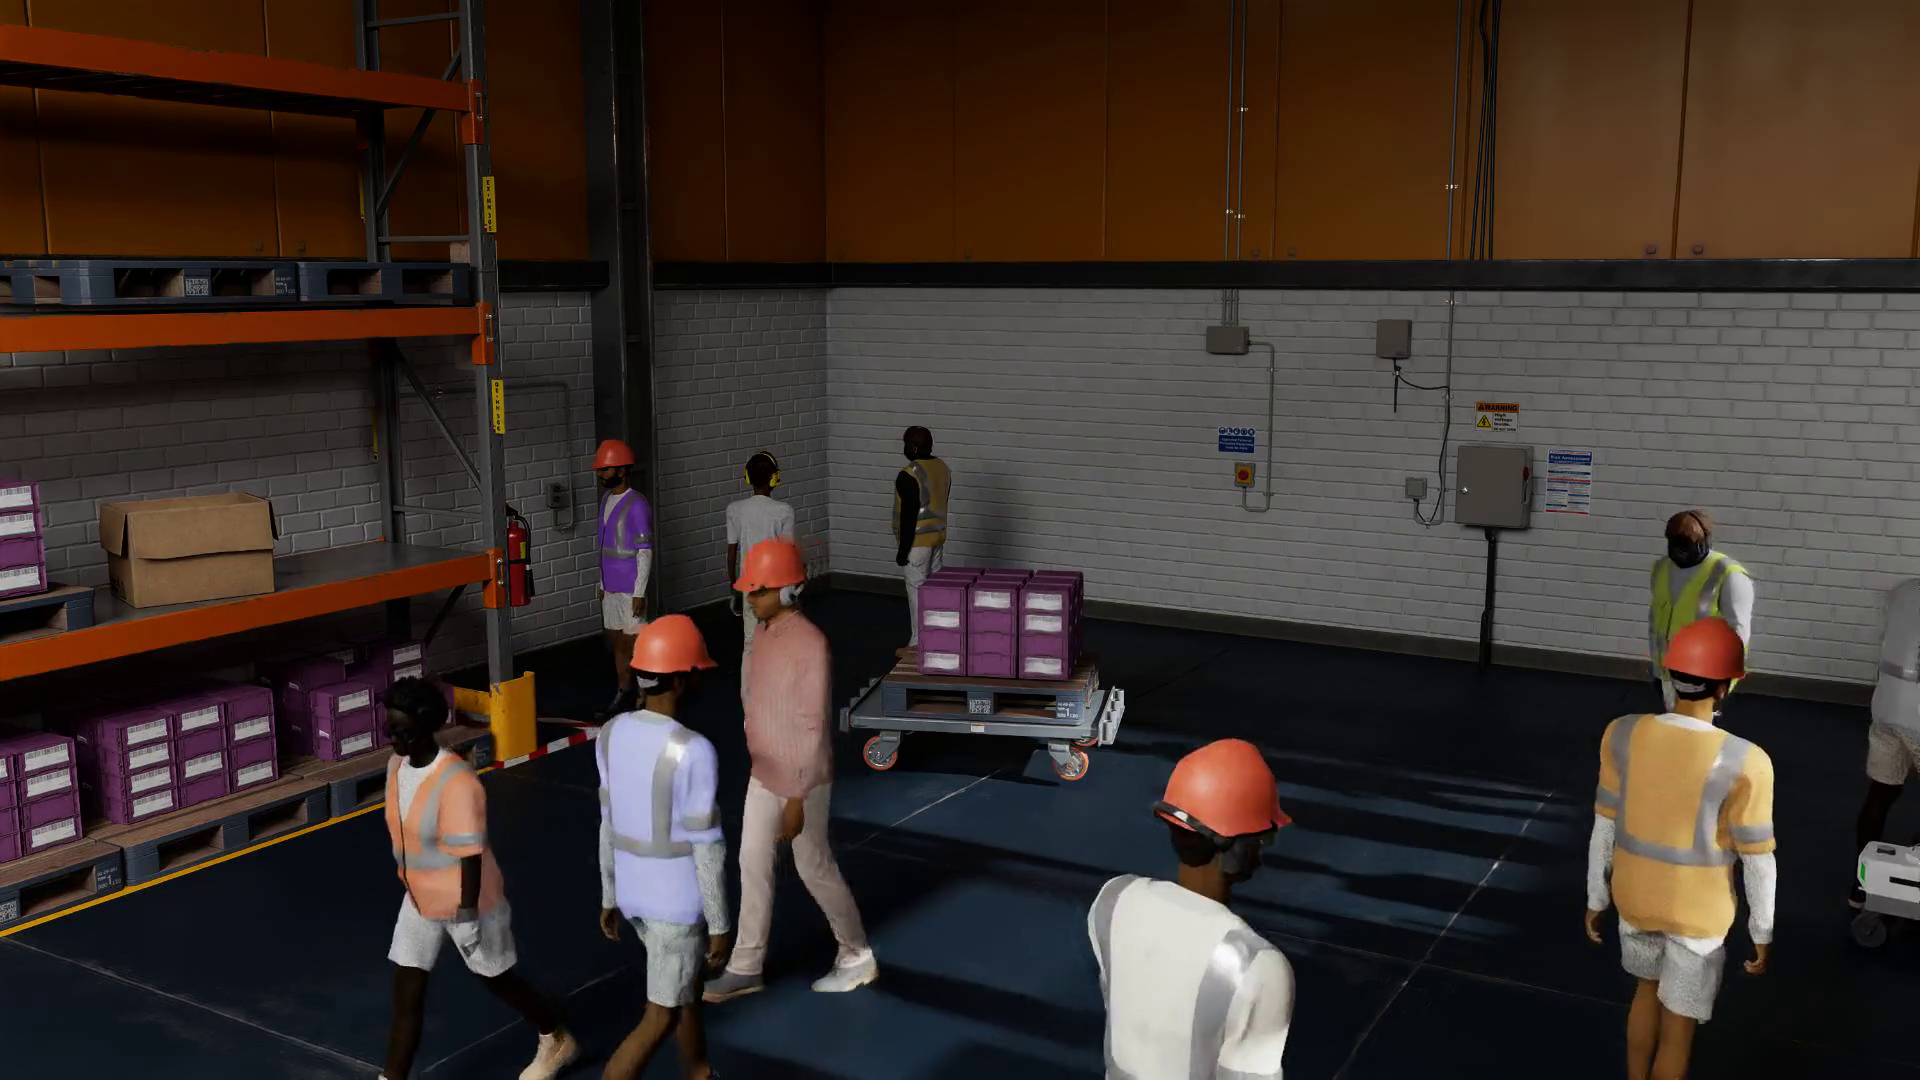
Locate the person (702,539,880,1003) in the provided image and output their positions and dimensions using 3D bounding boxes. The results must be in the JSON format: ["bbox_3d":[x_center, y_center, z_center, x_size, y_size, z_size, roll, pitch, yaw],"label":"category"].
[{"bbox_3d":[-0.689,0.967,6.907,0.833,1.970,0.611,-6,11,-34],"label":"person"}]

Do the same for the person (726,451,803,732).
[{"bbox_3d":[-1.281,0.348,10.981,0.507,1.872,0.329,2,9,11],"label":"person"}]

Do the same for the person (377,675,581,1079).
[{"bbox_3d":[-1.799,1.261,5.963,0.567,1.651,0.884,7,12,39],"label":"person"}]

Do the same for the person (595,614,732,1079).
[{"bbox_3d":[-1.050,1.201,5.579,0.555,1.906,0.930,8,12,43],"label":"person"}]

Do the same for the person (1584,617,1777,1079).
[{"bbox_3d":[2.402,1.201,5.512,0.589,1.914,0.572,-8,12,-42],"label":"person"}]

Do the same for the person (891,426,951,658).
[{"bbox_3d":[-0.322,0.016,13.140,0.429,1.842,0.633,5,10,29],"label":"person"}]

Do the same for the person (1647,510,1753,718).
[{"bbox_3d":[3.911,0.727,8.890,0.718,1.790,0.642,-3,10,-19],"label":"person"}]

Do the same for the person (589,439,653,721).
[{"bbox_3d":[-2.275,0.292,11.119,0.360,1.936,0.552,-7,12,-39],"label":"person"}]

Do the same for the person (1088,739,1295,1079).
[{"bbox_3d":[0.559,1.428,3.872,1.044,1.989,0.631,-8,12,-40],"label":"person"}]

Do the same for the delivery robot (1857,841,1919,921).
[{"bbox_3d":[4.392,1.533,7.383,0.707,0.478,0.477,7,11,37],"label":"delivery robot"}]

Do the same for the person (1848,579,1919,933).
[{"bbox_3d":[4.493,0.839,7.709,0.445,1.944,0.611,-1,9,-4],"label":"person"}]
